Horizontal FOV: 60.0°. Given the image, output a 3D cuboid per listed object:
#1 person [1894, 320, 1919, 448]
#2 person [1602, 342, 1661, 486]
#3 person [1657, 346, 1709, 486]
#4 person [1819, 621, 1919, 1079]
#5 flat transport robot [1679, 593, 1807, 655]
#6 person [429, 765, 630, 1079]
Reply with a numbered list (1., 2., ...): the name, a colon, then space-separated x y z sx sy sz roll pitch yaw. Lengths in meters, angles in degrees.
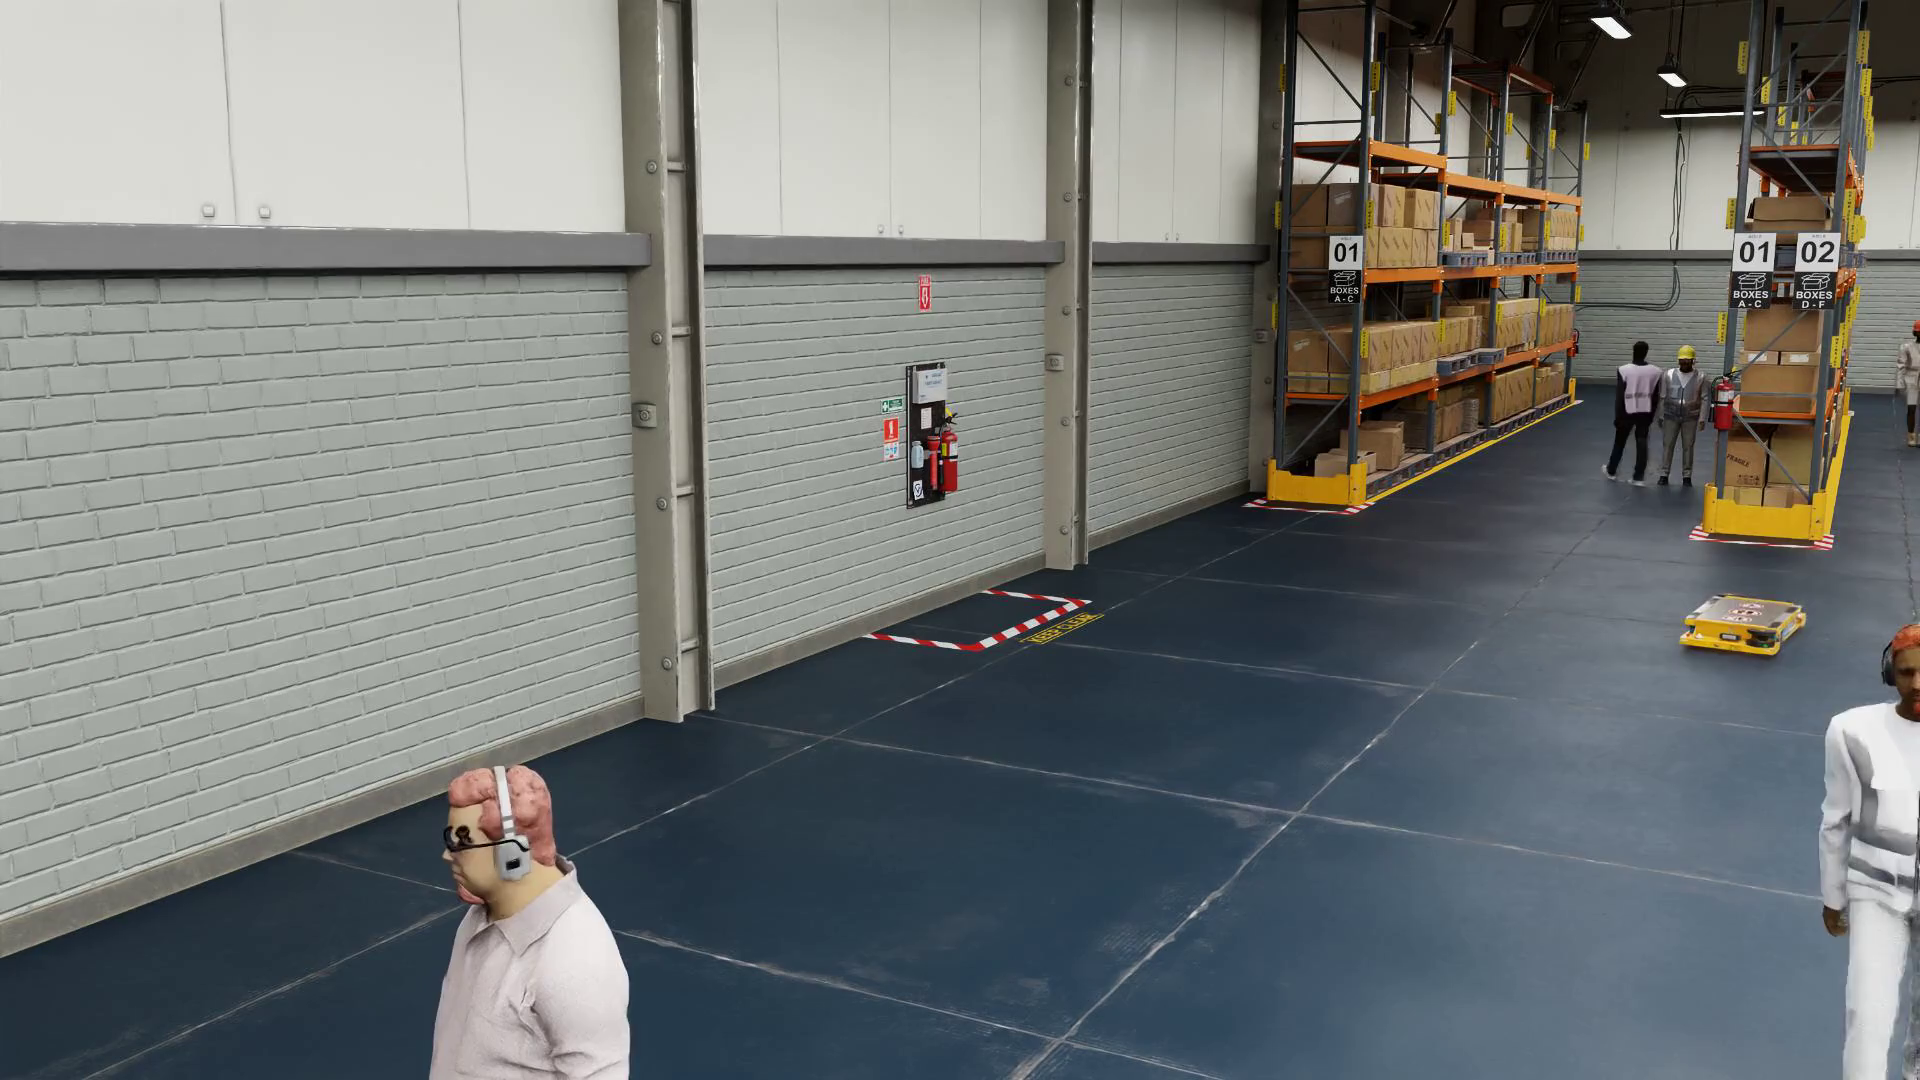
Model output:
1. person: 14.931 -2.429 25.913 0.652 2.017 0.806 6 11 31
2. person: 8.872 -1.681 21.985 0.605 1.864 0.966 0 10 -2
3. person: 9.433 -1.621 21.735 0.586 1.835 0.404 5 11 26
4. person: 3.119 1.155 5.451 0.574 1.851 0.957 5 11 28
5. flat transport robot: 6.157 0.644 13.039 0.652 0.197 1.431 7 12 35
6. person: -0.971 1.422 3.712 0.402 1.904 0.652 -6 11 -32
